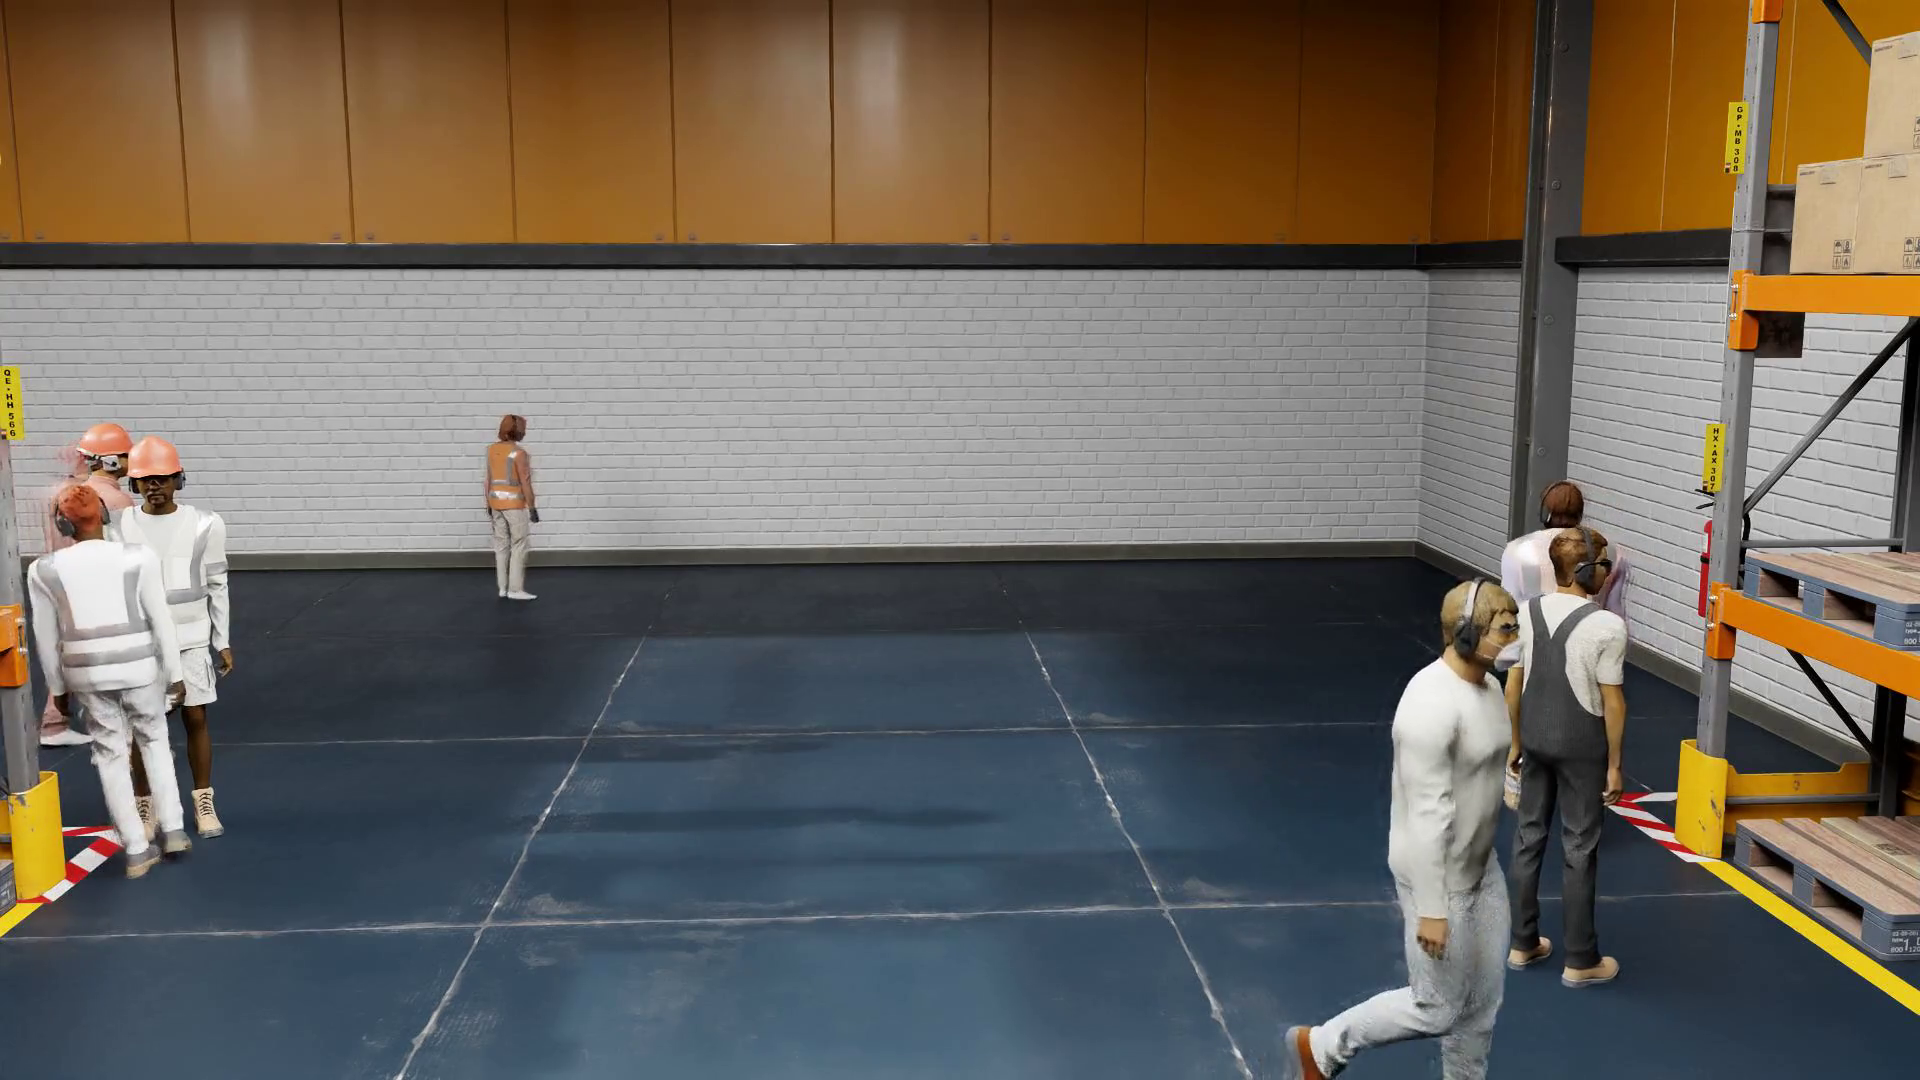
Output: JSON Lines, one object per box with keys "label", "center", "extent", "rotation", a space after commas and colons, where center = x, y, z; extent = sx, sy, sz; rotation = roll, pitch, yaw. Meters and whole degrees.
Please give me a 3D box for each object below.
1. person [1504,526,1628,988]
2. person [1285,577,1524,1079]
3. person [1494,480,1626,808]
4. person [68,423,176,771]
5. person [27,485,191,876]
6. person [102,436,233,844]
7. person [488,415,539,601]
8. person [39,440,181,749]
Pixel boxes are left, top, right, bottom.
{"label": "person", "center": [2.426, 0.861, 6.678], "extent": [0.351, 1.842, 0.507], "rotation": [-7, 11, -38]}
{"label": "person", "center": [1.468, 1.048, 5.272], "extent": [0.712, 1.917, 0.637], "rotation": [7, 11, 37]}
{"label": "person", "center": [3.055, 0.597, 8.492], "extent": [0.646, 1.803, 0.951], "rotation": [1, 9, 5]}
{"label": "person", "center": [-4.862, 0.324, 9.565], "extent": [0.612, 1.995, 0.393], "rotation": [7, 11, 36]}
{"label": "person", "center": [-4.032, 0.657, 7.914], "extent": [0.635, 1.856, 0.561], "rotation": [-4, 10, -22]}
{"label": "person", "center": [-3.951, 0.502, 8.293], "extent": [0.605, 2.045, 0.379], "rotation": [-4, 10, -26]}
{"label": "person", "center": [-3.918, -0.269, 14.447], "extent": [0.568, 1.626, 0.318], "rotation": [7, 11, 36]}
{"label": "person", "center": [-5.217, 0.299, 10.159], "extent": [0.676, 1.850, 0.999], "rotation": [9, 12, 43]}
